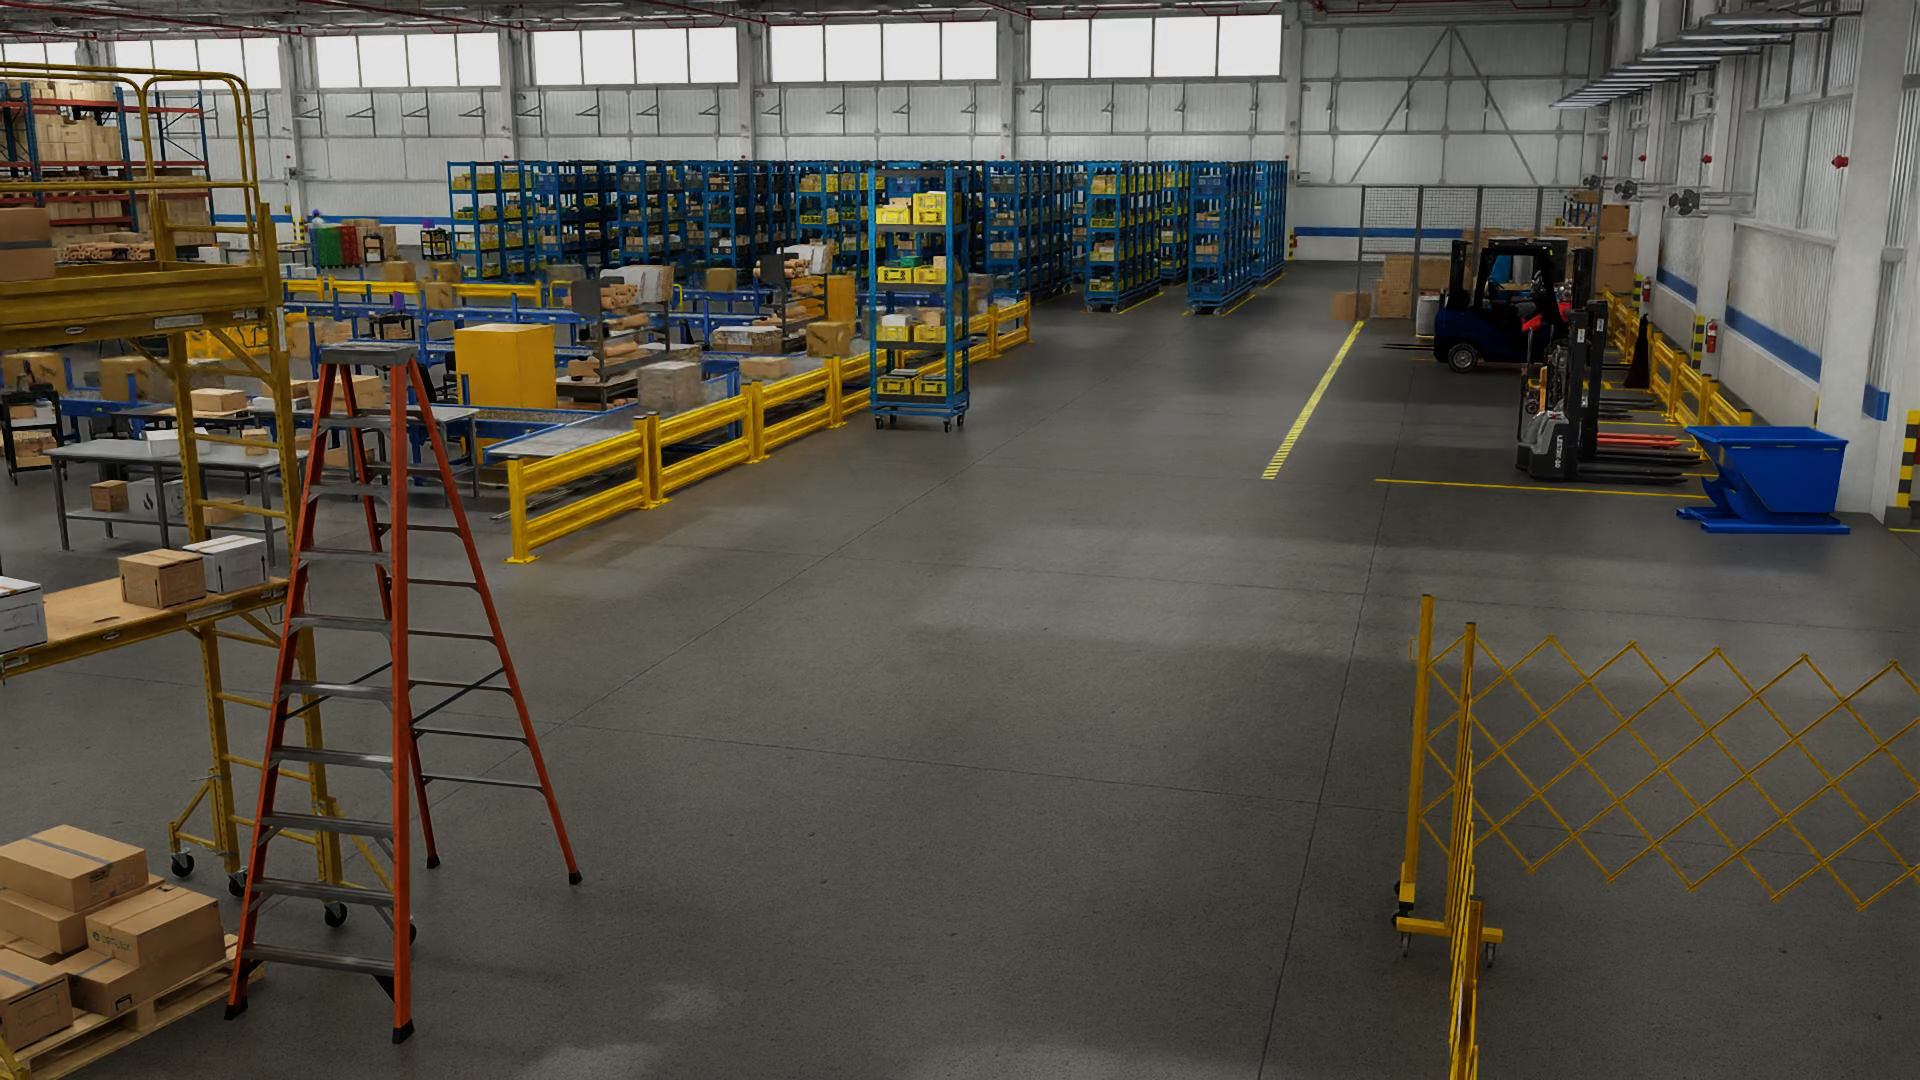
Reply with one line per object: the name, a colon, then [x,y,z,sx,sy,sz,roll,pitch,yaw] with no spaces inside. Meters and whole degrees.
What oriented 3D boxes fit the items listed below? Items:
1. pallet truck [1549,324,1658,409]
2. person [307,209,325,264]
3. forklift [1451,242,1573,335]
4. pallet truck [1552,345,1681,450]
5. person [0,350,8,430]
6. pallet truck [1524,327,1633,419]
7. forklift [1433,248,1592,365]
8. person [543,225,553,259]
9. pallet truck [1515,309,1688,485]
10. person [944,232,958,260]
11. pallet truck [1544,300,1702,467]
pallet truck: [9.824,-2.669,25.407,1.601,1.201,0.680,4,14,16]
person: [-22.533,-10.616,58.279,0.978,1.893,0.635,6,14,24]
forklift: [10.464,-4.597,31.405,2.680,1.987,1.157,4,14,16]
pallet truck: [8.641,-1.896,21.908,1.630,1.274,0.653,4,14,16]
person: [-13.059,-2.415,22.611,0.442,2.004,0.626,-12,17,-41]
pallet truck: [9.065,-2.460,24.370,1.522,1.261,0.704,3,13,14]
forklift: [9.780,-4.111,29.280,2.680,1.987,1.157,3,13,14]
person: [-12.392,-8.813,50.332,0.596,1.987,0.649,-1,13,-4]
pallet truck: [7.554,-1.677,19.446,1.885,1.965,0.823,3,13,14]
person: [-0.321,-8.643,49.978,0.604,1.796,0.850,6,14,25]
pallet truck: [8.263,-1.952,20.631,1.885,1.965,0.823,5,14,20]
